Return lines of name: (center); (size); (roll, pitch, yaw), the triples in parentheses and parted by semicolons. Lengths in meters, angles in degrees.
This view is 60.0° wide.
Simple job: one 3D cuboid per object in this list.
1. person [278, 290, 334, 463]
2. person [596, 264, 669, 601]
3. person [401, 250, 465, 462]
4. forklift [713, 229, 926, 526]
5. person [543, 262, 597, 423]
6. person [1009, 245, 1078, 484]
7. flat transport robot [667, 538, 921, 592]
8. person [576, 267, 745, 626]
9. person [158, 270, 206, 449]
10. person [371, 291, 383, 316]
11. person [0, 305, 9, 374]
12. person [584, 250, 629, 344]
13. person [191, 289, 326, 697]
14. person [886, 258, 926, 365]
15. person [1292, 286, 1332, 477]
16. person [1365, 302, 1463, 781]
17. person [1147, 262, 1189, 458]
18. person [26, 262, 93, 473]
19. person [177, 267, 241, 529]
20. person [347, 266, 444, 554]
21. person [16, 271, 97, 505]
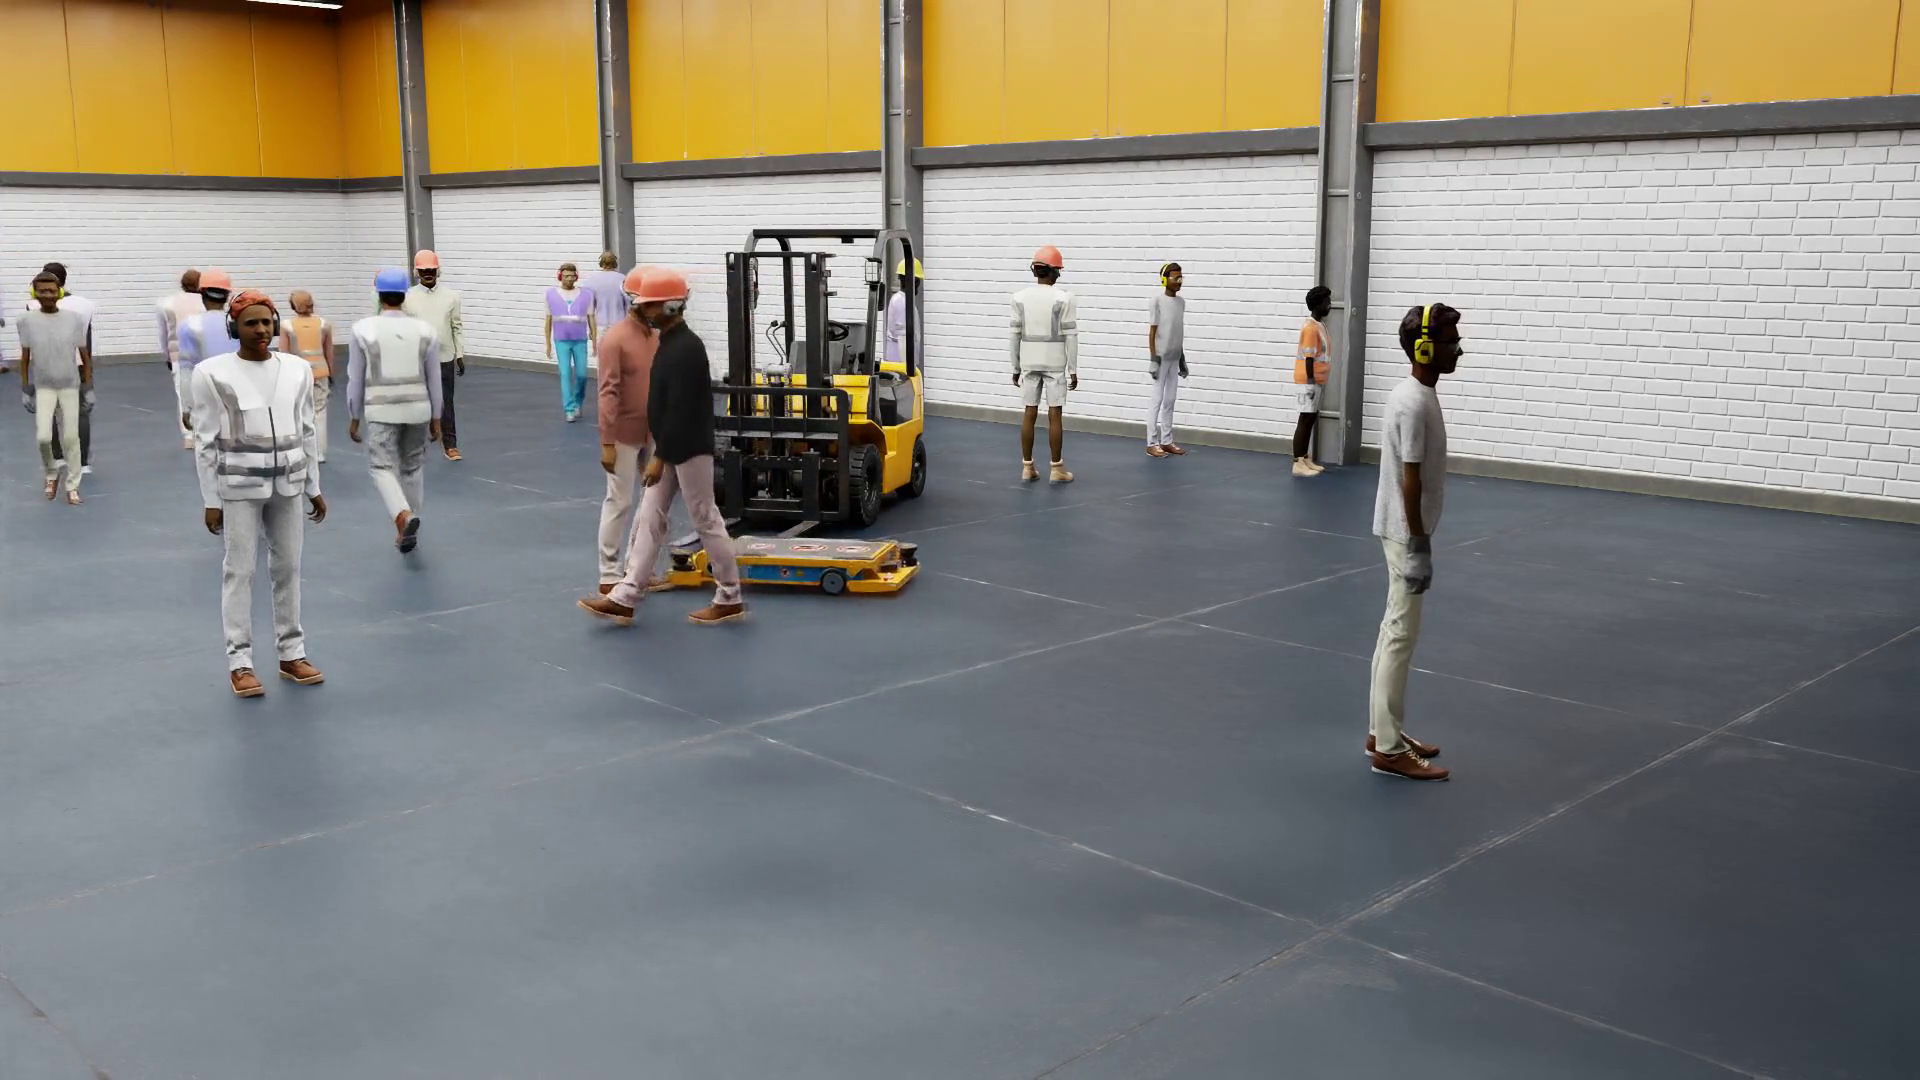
person: (-6.140, -1.530, 15.651); (0.525, 1.621, 0.552); (-7, 12, -33)
person: (-1.879, -0.614, 9.707); (0.489, 1.968, 0.655); (5, 12, 26)
person: (-4.993, -1.732, 15.716); (0.619, 1.994, 0.381); (-5, 12, -27)
forklift: (-1.050, -1.319, 12.920); (1.214, 2.155, 2.313); (2, 11, 13)
person: (-4.486, -2.283, 19.181); (0.591, 1.823, 0.628); (-3, 11, -17)
person: (0.737, -1.504, 14.339); (0.614, 2.041, 0.392); (5, 11, 24)
flat transport robot: (-1.008, 0.138, 10.221); (1.431, 0.197, 0.652); (2, 11, 11)
person: (-1.602, -0.479, 8.971); (0.906, 1.949, 0.621); (-5, 12, -25)
person: (-7.753, -1.829, 16.855); (0.619, 1.784, 1.011); (-3, 11, -18)
person: (-8.245, -3.061, 23.946); (0.280, 1.633, 0.500); (7, 12, 32)
person: (-14.899, -3.404, 25.272); (0.703, 1.841, 1.010); (4, 11, 19)
person: (-4.455, -2.714, 21.225); (0.632, 1.940, 0.372); (-2, 11, -11)
person: (-3.260, -0.222, 7.783); (0.349, 1.882, 0.577); (9, 14, 42)
person: (-0.507, -1.689, 15.681); (0.386, 1.920, 0.590); (-1, 10, -3)
person: (3.129, -1.405, 14.777); (0.320, 1.690, 0.538); (4, 11, 19)
person: (1.811, 0.000, 6.610); (0.335, 1.873, 0.521); (2, 11, 13)
person: (2.019, -1.741, 16.100); (0.517, 1.874, 0.327); (-10, 14, -42)
person: (-8.116, -1.551, 15.016); (0.639, 1.893, 0.594); (8, 13, 37)
person: (-5.280, -0.997, 11.945); (0.562, 1.906, 0.715); (-10, 14, -43)
person: (-3.707, -0.838, 11.005); (0.613, 1.932, 0.697); (-7, 13, -34)
person: (-7.123, -1.187, 13.147); (0.515, 1.854, 0.411); (-5, 12, -26)
